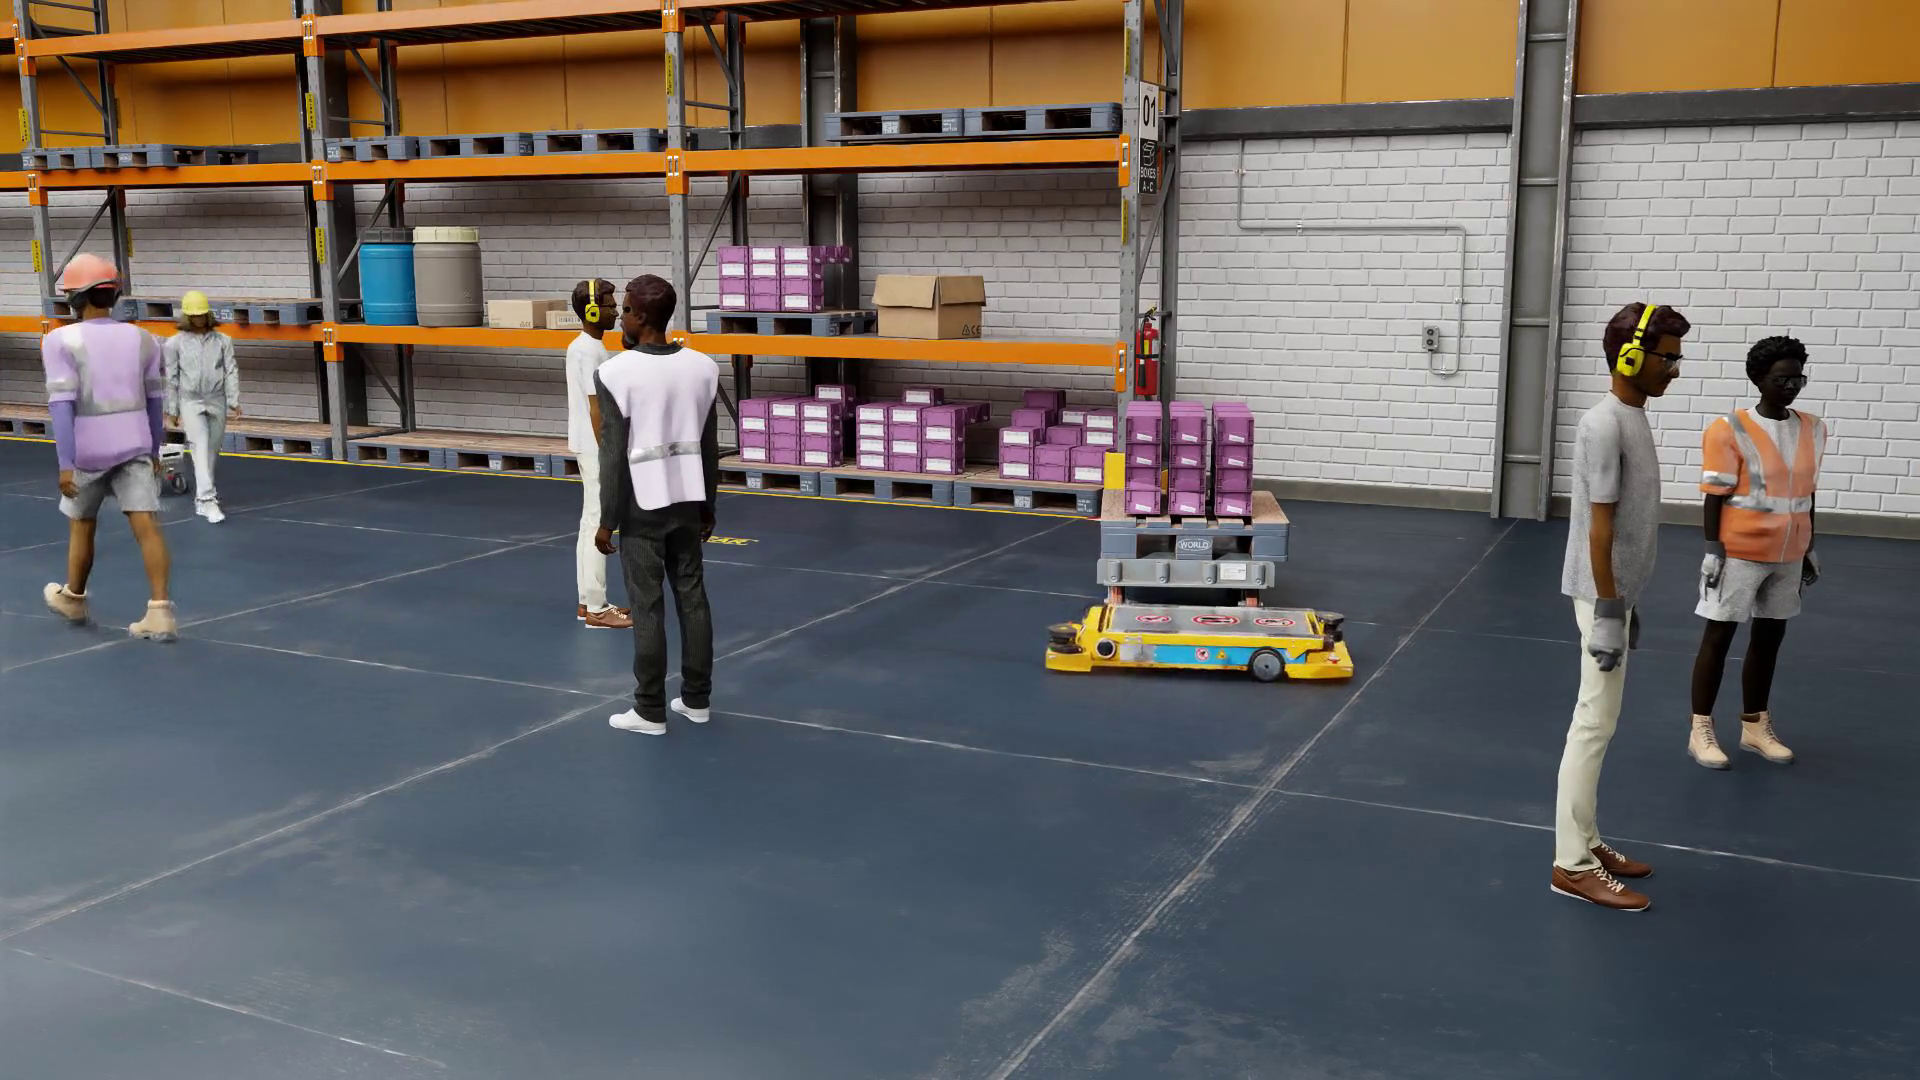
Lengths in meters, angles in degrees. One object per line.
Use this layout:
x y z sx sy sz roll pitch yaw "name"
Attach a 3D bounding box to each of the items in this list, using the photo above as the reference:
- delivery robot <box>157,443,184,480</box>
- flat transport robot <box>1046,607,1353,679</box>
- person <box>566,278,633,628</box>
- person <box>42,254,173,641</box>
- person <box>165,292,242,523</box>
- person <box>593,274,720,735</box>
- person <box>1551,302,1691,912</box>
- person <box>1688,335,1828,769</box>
-6.792 -0.692 13.758 0.707 0.478 0.477 4 11 19 "delivery robot"
1.159 0.482 8.113 1.431 0.197 0.652 1 10 7 "flat transport robot"
-1.932 -0.461 8.940 0.328 1.872 0.513 -4 11 -20 "person"
-4.489 -0.482 8.700 1.060 1.987 0.634 7 12 35 "person"
-5.597 -0.985 12.396 0.780 1.702 0.482 10 14 44 "person"
-1.256 -0.143 6.976 0.386 1.921 0.595 9 13 42 "person"
2.053 0.198 5.189 0.329 1.865 0.514 5 11 25 "person"
3.124 0.051 6.503 0.539 1.695 0.319 -2 10 -13 "person"
